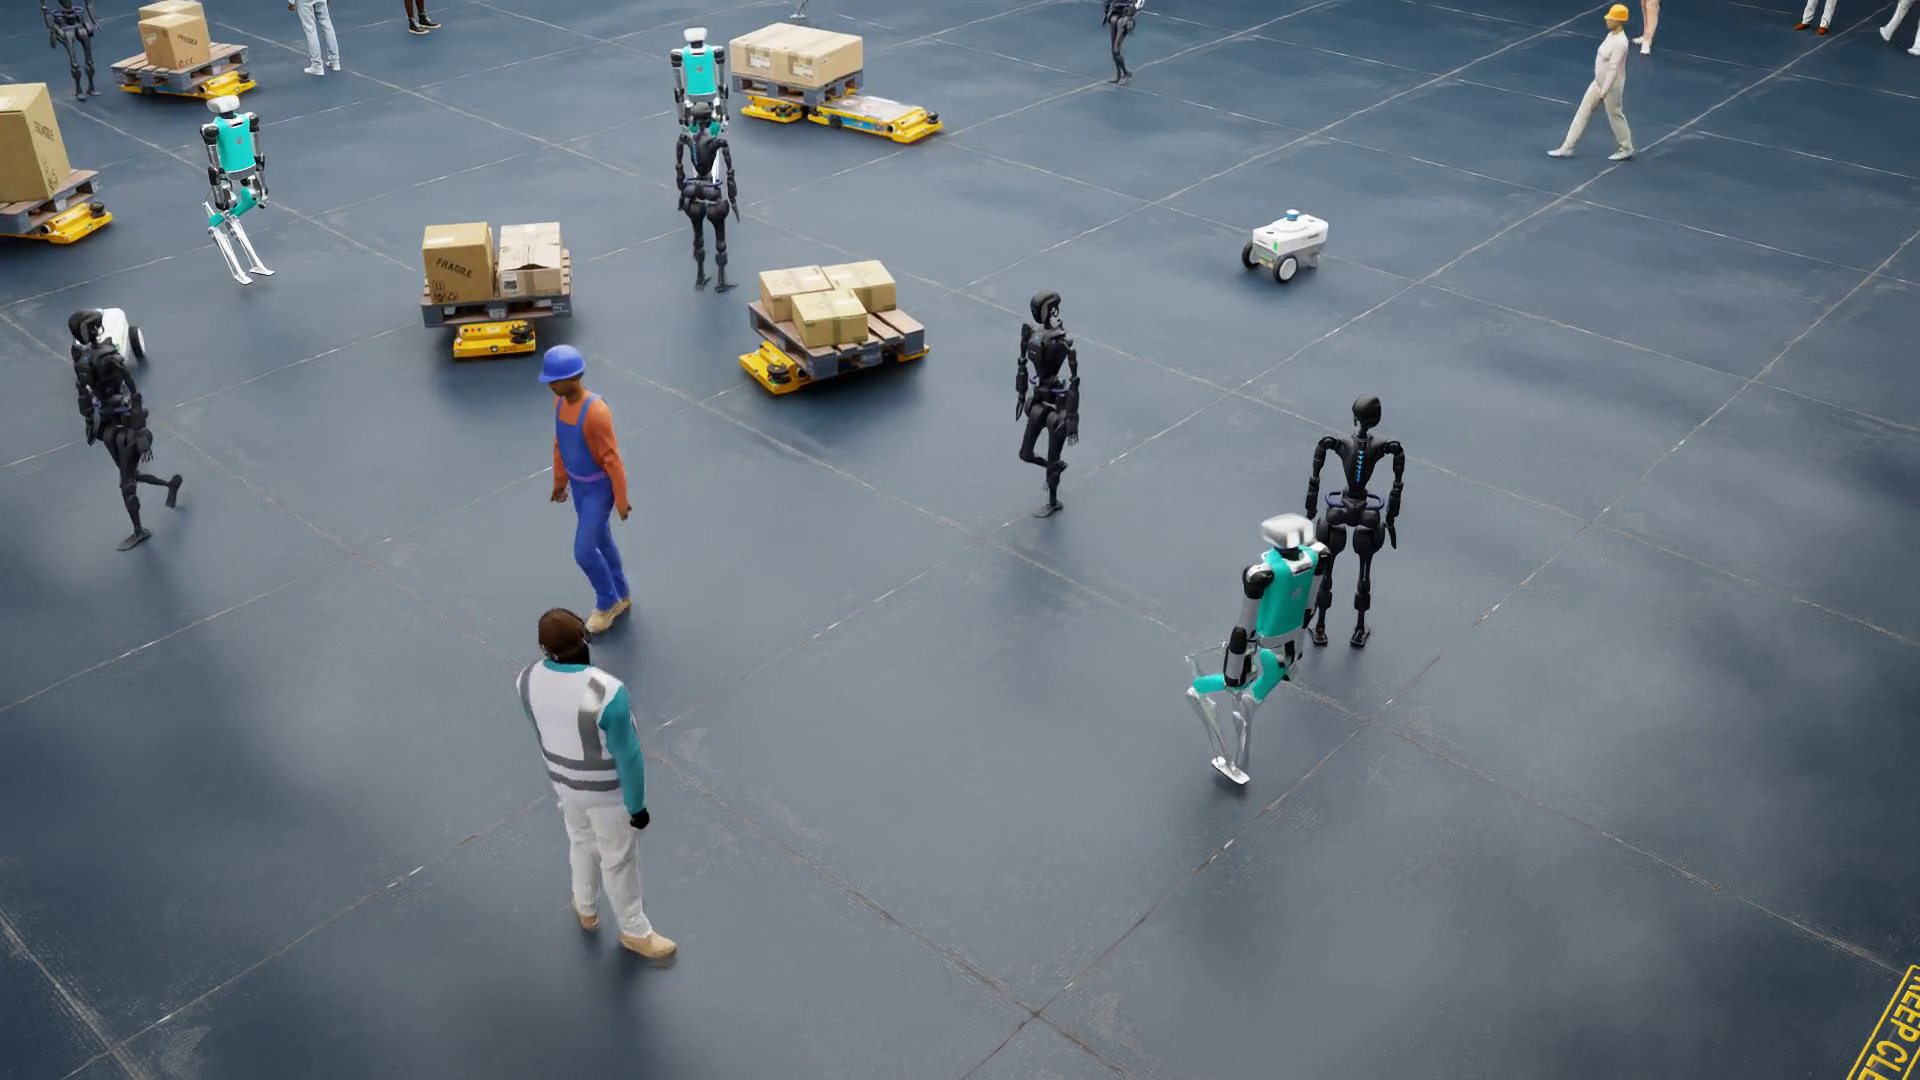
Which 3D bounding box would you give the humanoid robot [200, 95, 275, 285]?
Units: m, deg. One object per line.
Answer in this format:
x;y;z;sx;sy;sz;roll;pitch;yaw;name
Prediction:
-6.452;-3.115;14.651;0.735;1.677;0.533;19;37;28;humanoid robot

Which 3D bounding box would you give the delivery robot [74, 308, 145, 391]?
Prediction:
-6.918;-1.583;13.450;0.499;0.614;0.812;-11;34;-18;delivery robot

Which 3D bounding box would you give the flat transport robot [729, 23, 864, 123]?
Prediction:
-1.880;-5.216;19.553;0.659;0.231;1.431;18;36;26;flat transport robot

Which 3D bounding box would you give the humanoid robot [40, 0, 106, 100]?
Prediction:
-10.385;-6.024;19.518;0.608;1.655;0.427;-28;41;-37;humanoid robot

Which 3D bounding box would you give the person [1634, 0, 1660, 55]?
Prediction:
8.878;-7.183;21.250;0.353;1.829;0.704;11;33;17;person

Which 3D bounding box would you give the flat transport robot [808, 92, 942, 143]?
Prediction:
-0.973;-4.804;18.889;1.431;0.231;0.659;20;37;29;flat transport robot

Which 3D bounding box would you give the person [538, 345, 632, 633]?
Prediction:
-2.299;-0.296;10.097;0.582;1.887;0.549;-27;41;-37;person

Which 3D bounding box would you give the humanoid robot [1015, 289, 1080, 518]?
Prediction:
0.662;-0.941;11.344;0.434;1.645;0.609;-25;40;-35;humanoid robot

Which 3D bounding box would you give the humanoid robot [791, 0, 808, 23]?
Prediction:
-2.216;-7.838;22.483;0.767;1.871;0.541;9;33;14;humanoid robot

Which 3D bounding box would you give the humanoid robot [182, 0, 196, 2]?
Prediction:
-10.456;-7.697;22.152;0.537;1.774;0.781;-8;33;-12;humanoid robot

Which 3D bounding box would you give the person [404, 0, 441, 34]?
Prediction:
-7.253;-7.732;22.004;0.375;1.958;0.603;9;33;14;person

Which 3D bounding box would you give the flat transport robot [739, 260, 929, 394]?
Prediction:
-1.032;-1.558;13.662;1.431;0.231;0.659;-18;36;-27;flat transport robot

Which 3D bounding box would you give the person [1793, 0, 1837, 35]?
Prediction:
11.501;-7.632;21.961;0.365;1.836;0.503;-24;39;-33;person

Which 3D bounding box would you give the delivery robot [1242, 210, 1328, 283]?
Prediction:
2.992;-2.715;15.274;0.785;0.614;0.518;-20;37;-29;delivery robot

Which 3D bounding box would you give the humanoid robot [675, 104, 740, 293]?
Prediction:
-2.232;-3.023;14.692;0.613;1.657;0.334;11;33;17;humanoid robot

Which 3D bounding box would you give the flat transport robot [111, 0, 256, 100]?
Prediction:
-9.315;-5.533;20.063;1.431;0.231;0.659;10;33;15;flat transport robot

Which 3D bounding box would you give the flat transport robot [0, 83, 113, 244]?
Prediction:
-9.116;-3.130;16.194;1.431;0.231;0.659;7;33;11;flat transport robot

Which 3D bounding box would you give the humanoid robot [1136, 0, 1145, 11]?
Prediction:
2.545;-8.236;23.115;0.543;1.882;0.798;13;34;20;humanoid robot

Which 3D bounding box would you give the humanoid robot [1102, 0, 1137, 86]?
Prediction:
1.921;-6.320;19.997;0.363;1.643;0.616;-18;36;-26;humanoid robot

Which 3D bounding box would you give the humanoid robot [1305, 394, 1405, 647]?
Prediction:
2.343;-0.120;10.004;0.599;1.653;0.315;5;32;9;humanoid robot

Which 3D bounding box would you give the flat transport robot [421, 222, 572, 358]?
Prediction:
-3.944;-1.974;14.333;0.659;0.231;1.431;-6;32;-10;flat transport robot

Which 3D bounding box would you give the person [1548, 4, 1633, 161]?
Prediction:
6.869;-4.831;17.618;0.872;1.651;0.488;0;32;0;person

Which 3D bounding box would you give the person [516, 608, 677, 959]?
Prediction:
-1.673;1.161;7.841;0.764;1.810;0.434;19;36;27;person

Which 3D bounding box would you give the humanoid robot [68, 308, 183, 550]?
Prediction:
-5.588;-0.801;11.135;0.612;1.634;0.703;15;35;22;humanoid robot

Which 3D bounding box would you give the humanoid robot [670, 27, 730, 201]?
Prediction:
-2.610;-4.350;16.786;0.545;1.798;0.925;-6;32;-10;humanoid robot

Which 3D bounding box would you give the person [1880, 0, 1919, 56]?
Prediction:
12.305;-7.099;21.324;0.528;1.598;0.840;4;32;6;person

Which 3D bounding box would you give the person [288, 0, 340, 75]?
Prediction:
-7.962;-6.683;20.351;0.393;1.922;0.590;22;38;31;person

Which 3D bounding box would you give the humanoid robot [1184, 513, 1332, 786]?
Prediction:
1.499;0.623;8.868;0.543;1.901;0.721;-19;37;-28;humanoid robot
